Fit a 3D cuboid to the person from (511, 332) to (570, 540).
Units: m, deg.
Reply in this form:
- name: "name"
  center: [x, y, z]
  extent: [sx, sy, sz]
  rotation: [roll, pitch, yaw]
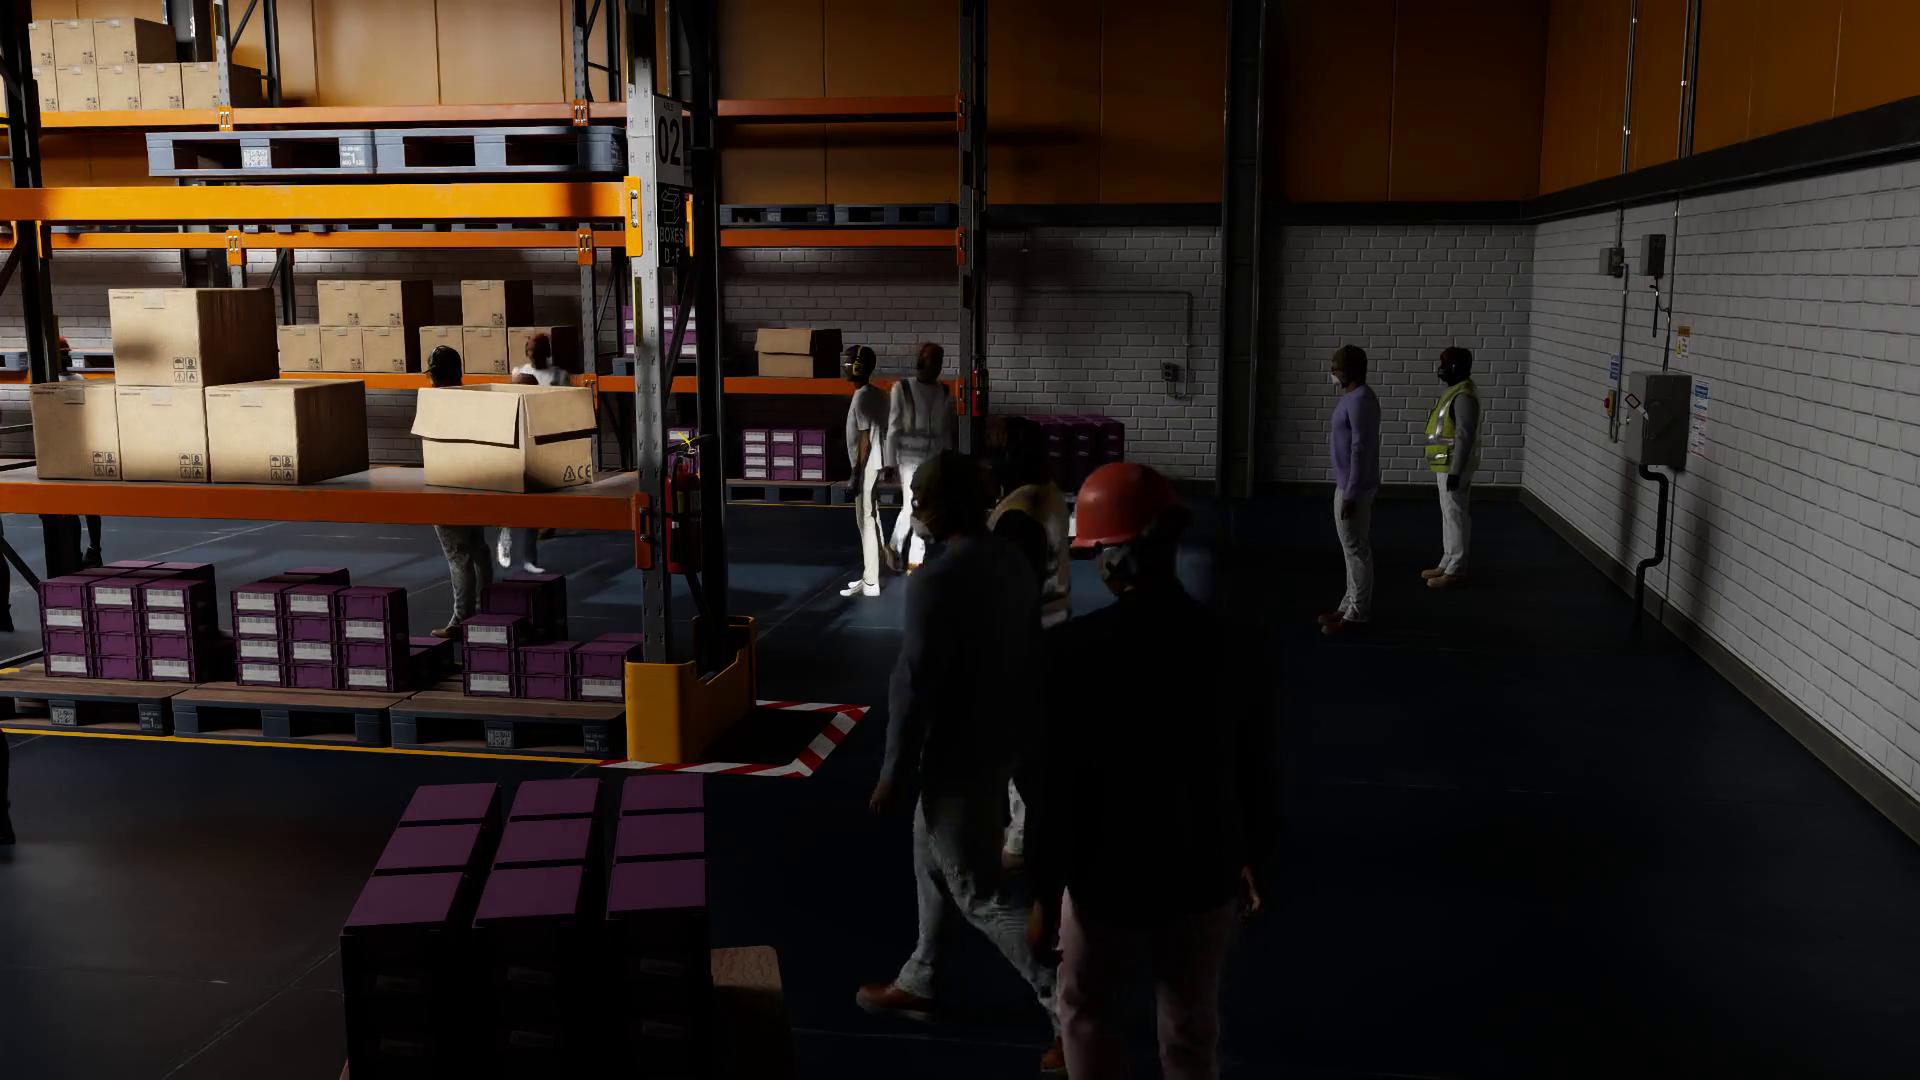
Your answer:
- name: "person"
  center: [-3.785, -0.932, 14.988]
  extent: [0.611, 1.871, 0.413]
  rotation: [2, 9, 12]

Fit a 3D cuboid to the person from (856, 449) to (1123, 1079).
- name: "person"
  center: [0.089, 0.667, 5.042]
  extent: [0.945, 1.900, 0.617]
  rotation: [4, 10, 25]

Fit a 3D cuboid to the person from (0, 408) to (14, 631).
- name: "person"
  center: [-6.550, -0.315, 10.951]
  extent: [0.361, 1.939, 0.542]
  rotation: [2, 9, 10]

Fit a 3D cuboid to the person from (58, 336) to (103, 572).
- name: "person"
  center: [-7.133, -0.680, 13.255]
  extent: [0.374, 1.927, 0.542]
  rotation: [2, 9, 10]

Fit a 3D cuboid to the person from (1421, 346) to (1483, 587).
- name: "person"
  center: [3.770, -0.558, 12.763]
  extent: [0.429, 1.845, 0.621]
  rotation: [2, 9, 10]

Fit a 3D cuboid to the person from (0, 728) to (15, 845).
- name: "person"
  center: [-4.174, 0.364, 6.777]
  extent: [0.374, 1.927, 0.542]
  rotation: [2, 9, 10]

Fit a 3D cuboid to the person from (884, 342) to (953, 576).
- name: "person"
  center: [-0.314, -0.621, 13.068]
  extent: [0.610, 1.866, 0.420]
  rotation: [-6, 11, -34]

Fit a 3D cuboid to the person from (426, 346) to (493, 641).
- name: "person"
  center: [-3.295, -0.301, 10.887]
  extent: [0.371, 1.934, 0.627]
  rotation: [2, 9, 10]

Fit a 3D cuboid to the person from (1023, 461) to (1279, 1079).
- name: "person"
  center: [0.458, 0.791, 3.999]
  extent: [0.663, 1.959, 0.564]
  rotation: [-2, 9, -11]

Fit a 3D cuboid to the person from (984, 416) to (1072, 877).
- name: "person"
  center: [0.225, 0.424, 6.666]
  extent: [0.429, 1.845, 0.621]
  rotation: [2, 9, 10]

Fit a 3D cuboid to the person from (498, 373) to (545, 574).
- name: "person"
  center: [-3.488, -0.532, 13.300]
  extent: [0.502, 1.616, 0.403]
  rotation: [-9, 13, -44]

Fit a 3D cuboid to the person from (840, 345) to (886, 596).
- name: "person"
  center: [-0.728, -0.513, 12.390]
  extent: [0.328, 1.874, 0.521]
  rotation: [2, 9, 10]

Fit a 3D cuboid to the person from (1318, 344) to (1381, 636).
- name: "person"
  center: [2.605, -0.329, 11.063]
  extent: [0.371, 1.934, 0.627]
  rotation: [2, 9, 10]
